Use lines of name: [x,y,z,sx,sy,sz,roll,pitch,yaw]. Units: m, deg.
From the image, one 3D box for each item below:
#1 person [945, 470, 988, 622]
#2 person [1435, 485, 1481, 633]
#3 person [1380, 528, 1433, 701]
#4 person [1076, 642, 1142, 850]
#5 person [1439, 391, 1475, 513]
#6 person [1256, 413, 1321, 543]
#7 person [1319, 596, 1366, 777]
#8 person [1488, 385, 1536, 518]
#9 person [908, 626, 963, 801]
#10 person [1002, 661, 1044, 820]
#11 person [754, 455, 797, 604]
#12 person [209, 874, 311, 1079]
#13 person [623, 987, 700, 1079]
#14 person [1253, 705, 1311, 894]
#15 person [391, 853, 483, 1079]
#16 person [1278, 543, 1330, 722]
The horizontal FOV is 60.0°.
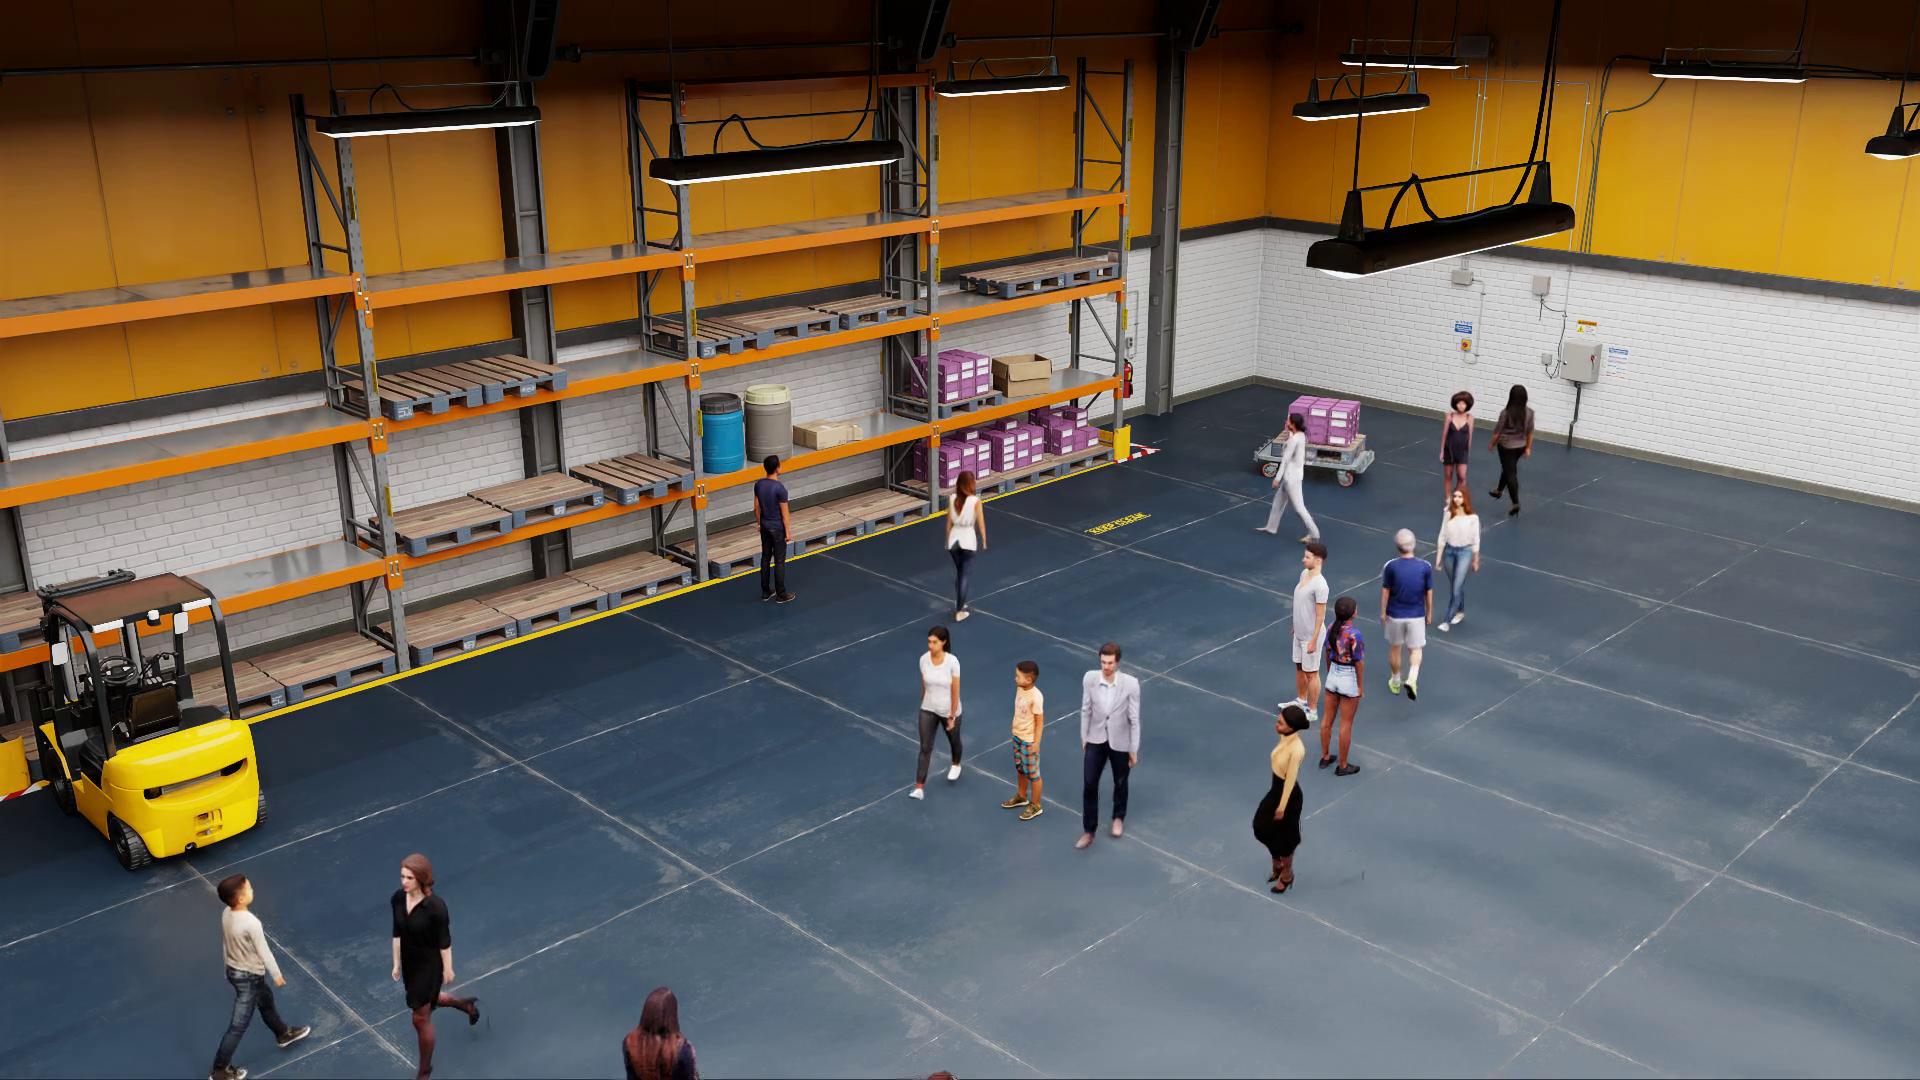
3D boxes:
person: [-0.005,0.091,19.149,0.716,1.770,0.758,9,21,25]
person: [5.721,0.188,18.987,0.634,1.690,1.127,14,23,36]
person: [4.548,0.789,17.006,0.986,1.814,1.099,4,19,13]
person: [1.311,1.697,14.298,0.928,1.823,1.042,4,19,13]
person: [6.841,-1.206,23.000,0.762,1.770,0.883,6,19,16]
person: [4.451,-0.799,21.887,0.958,1.709,1.146,8,20,23]
person: [3.558,1.338,15.489,0.553,1.743,0.617,-14,23,-35]
person: [7.648,-1.186,22.907,1.184,1.791,1.078,-5,19,-14]
person: [-0.127,1.542,15.134,0.887,1.582,1.198,7,20,20]
person: [0.601,1.738,14.740,0.558,1.461,0.575,-10,21,-28]
person: [-2.234,-0.141,19.804,0.683,1.792,0.595,11,22,30]
person: [-4.851,2.958,11.159,0.624,1.436,1.012,15,24,37]
person: [-1.730,3.371,9.676,0.708,1.600,0.726,6,20,18]
person: [2.683,2.099,13.379,0.760,1.646,0.712,-3,19,-9]
person: [-3.542,2.833,11.151,0.787,1.677,1.077,9,21,25]
person: [3.491,0.904,16.604,0.778,1.853,0.767,-4,19,-11]
